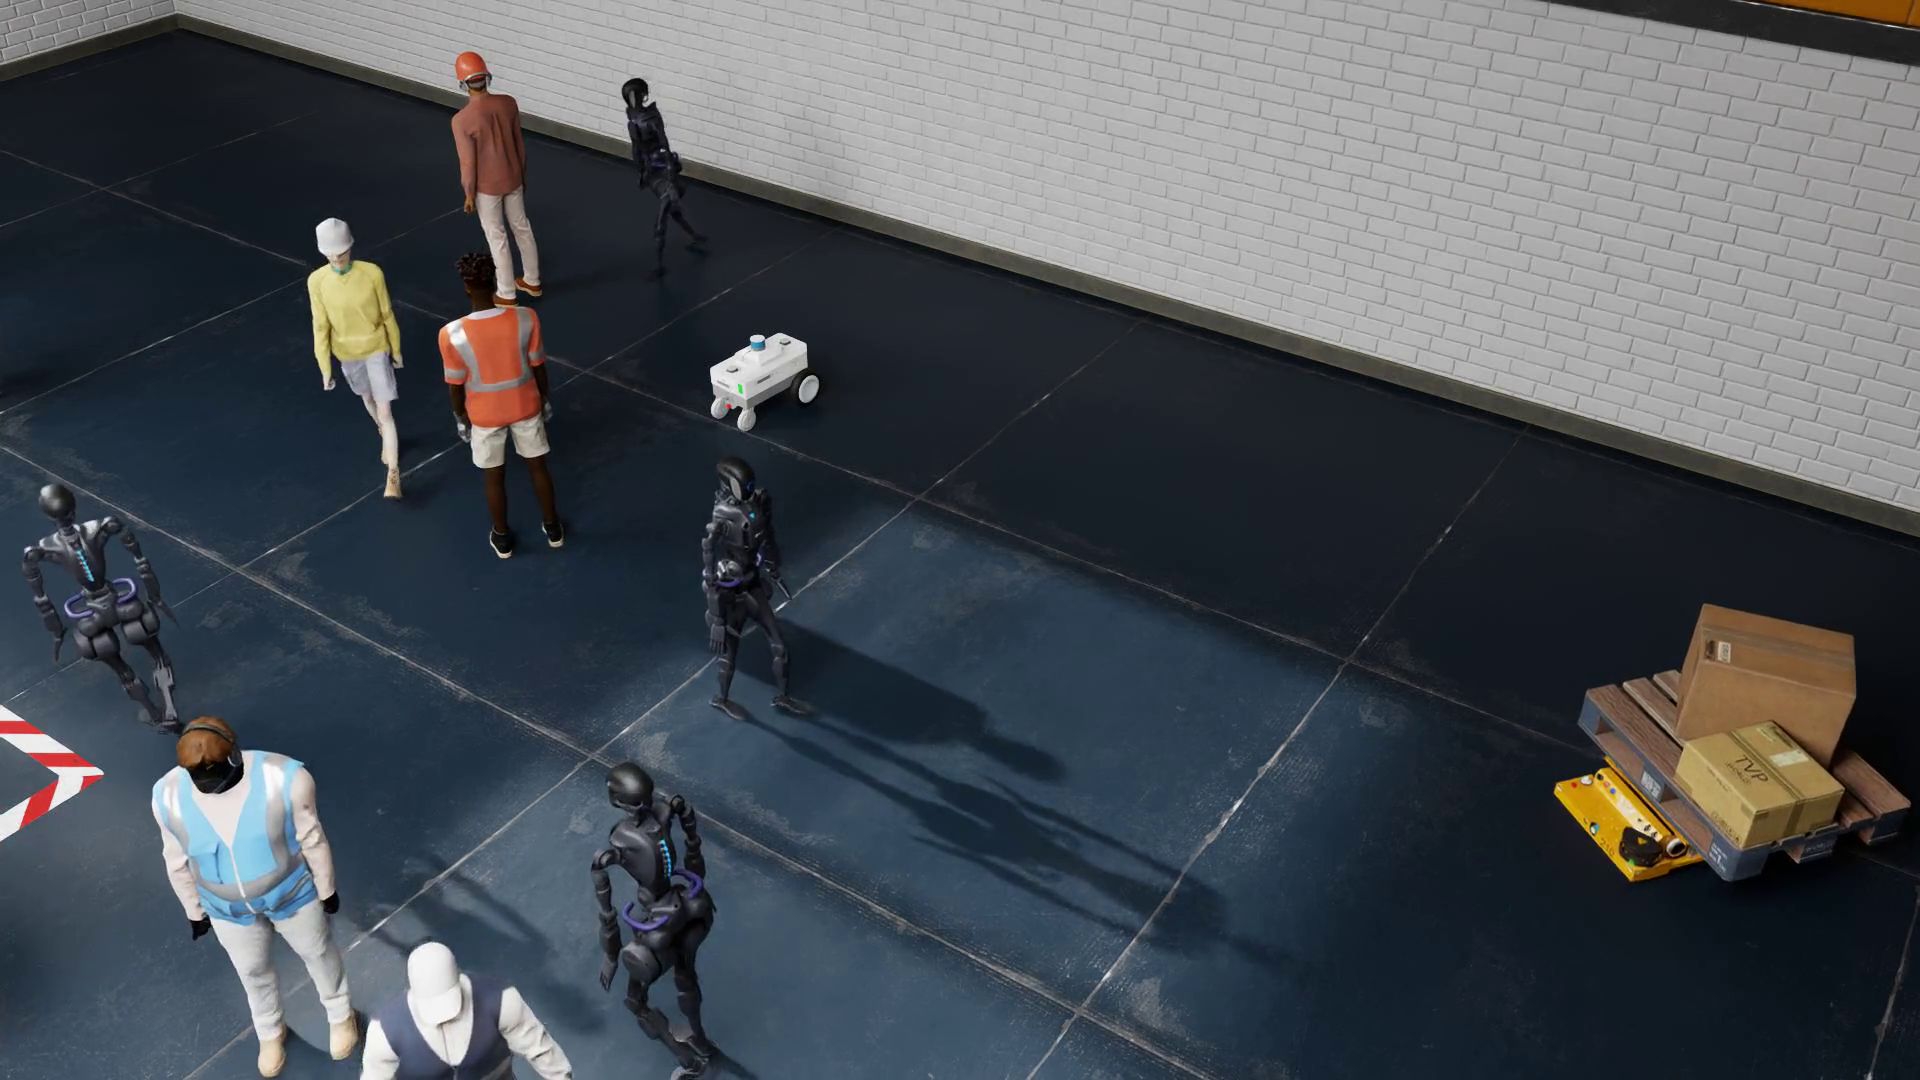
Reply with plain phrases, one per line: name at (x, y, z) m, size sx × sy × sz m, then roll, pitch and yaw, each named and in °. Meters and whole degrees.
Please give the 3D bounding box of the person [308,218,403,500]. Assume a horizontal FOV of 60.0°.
person at (-3.812, -1.155, 10.540) m, size 0.505 × 1.833 × 0.981 m, roll -7°, pitch 36°, yaw -9°

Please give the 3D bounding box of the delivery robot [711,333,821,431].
delivery robot at (-1.382, -1.154, 11.680) m, size 0.499 × 0.614 × 0.803 m, roll 25°, pitch 42°, yaw 32°

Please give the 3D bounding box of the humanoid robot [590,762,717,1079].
humanoid robot at (-1.182, 1.577, 6.769) m, size 0.429 × 1.646 × 0.584 m, roll 23°, pitch 41°, yaw 29°

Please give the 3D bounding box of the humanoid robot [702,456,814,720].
humanoid robot at (-1.106, 0.283, 8.636) m, size 0.558 × 1.641 × 0.589 m, roll 18°, pitch 39°, yaw 24°

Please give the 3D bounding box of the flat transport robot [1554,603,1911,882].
flat transport robot at (3.823, 1.291, 8.418) m, size 1.431 × 0.231 × 0.659 m, roll -10°, pitch 36°, yaw -14°

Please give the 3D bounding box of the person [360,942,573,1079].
person at (-1.740, 2.123, 5.945) m, size 0.794 × 1.730 × 0.757 m, roll -16°, pitch 38°, yaw -22°

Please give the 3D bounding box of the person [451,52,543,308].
person at (-3.549, -2.719, 12.652) m, size 0.396 × 1.987 × 0.610 m, roll 22°, pitch 41°, yaw 28°

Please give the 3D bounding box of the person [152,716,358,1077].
person at (-2.872, 1.451, 6.824) m, size 0.625 × 1.842 × 0.429 m, roll -7°, pitch 36°, yaw -10°

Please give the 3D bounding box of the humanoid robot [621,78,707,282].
humanoid robot at (-2.344, -2.929, 13.273) m, size 0.758 × 1.611 × 0.610 m, roll -26°, pitch 43°, yaw -32°

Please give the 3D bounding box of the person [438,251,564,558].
person at (-2.734, -0.796, 9.935) m, size 0.601 × 1.956 × 0.384 m, roll -16°, pitch 38°, yaw -21°

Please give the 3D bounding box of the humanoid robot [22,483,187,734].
humanoid robot at (-4.321, 0.410, 8.469) m, size 0.594 × 1.644 × 0.491 m, roll -23°, pitch 41°, yaw -29°
